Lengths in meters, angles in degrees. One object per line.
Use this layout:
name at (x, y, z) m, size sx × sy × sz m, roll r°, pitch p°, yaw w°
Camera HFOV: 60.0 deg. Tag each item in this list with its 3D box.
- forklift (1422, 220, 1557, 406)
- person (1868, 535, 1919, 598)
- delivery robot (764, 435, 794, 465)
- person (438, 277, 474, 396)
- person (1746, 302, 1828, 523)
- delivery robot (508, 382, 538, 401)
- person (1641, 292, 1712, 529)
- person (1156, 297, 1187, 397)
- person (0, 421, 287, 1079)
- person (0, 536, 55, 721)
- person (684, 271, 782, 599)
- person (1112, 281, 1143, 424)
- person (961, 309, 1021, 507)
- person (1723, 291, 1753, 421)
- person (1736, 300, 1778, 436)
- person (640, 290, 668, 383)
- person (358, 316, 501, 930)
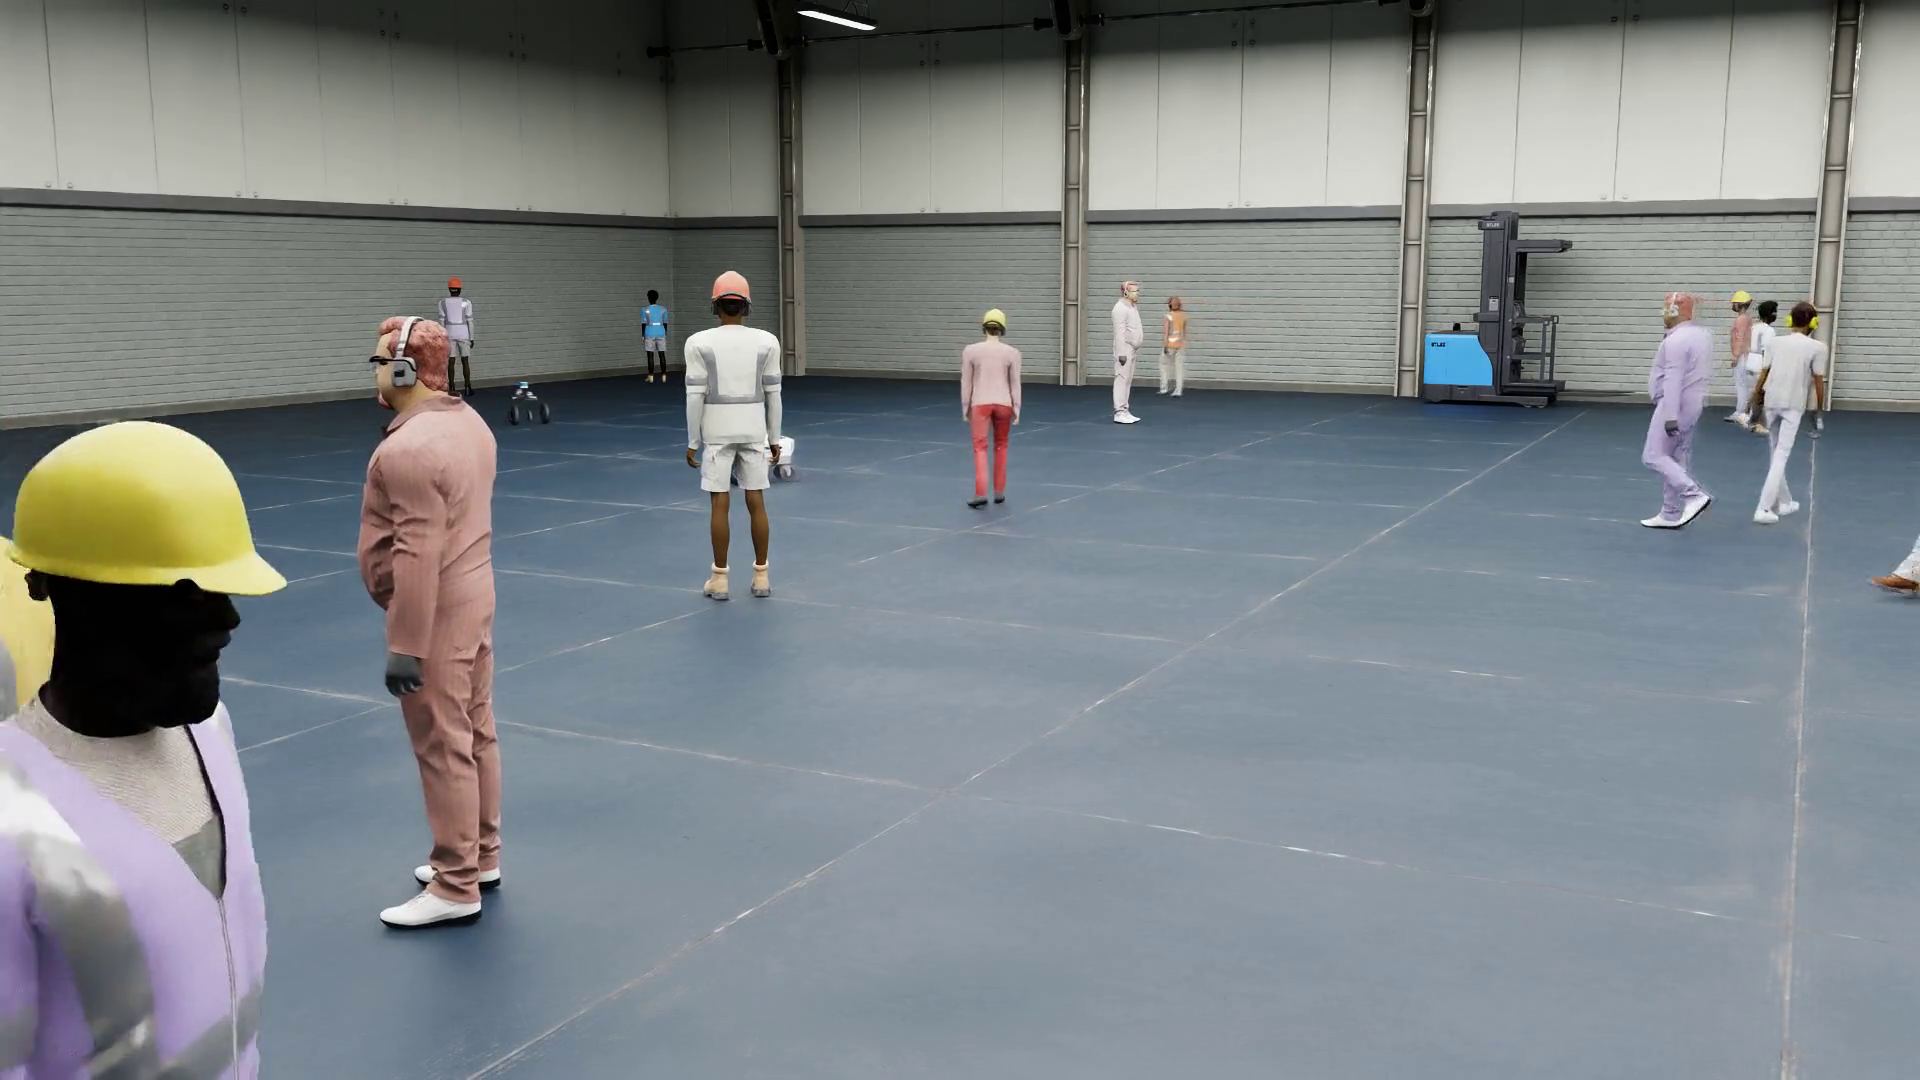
forklift at (8.245, -3.527, 25.720) m, size 1.873 × 2.768 × 1.129 m, roll 5°, pitch 10°, yaw 27°
person at (6.331, -0.545, 10.302) m, size 1.076 × 1.875 × 0.639 m, roll 1°, pitch 9°, yaw 6°
delivery robot at (-1.991, -0.882, 16.250) m, size 0.707 × 0.478 × 0.477 m, roll -4°, pitch 10°, yaw -22°
person at (-8.291, -3.354, 27.422) m, size 0.547 × 1.938 × 0.359 m, roll -1°, pitch 9°, yaw -8°
person at (6.834, -1.057, 13.729) m, size 0.950 × 1.795 × 0.559 m, roll -8°, pitch 12°, yaw -39°
delivery robot at (-5.899, -2.024, 22.512) m, size 0.335 × 0.223 × 0.698 m, roll -5°, pitch 11°, yaw -29°
person at (5.698, -1.013, 13.170) m, size 0.493 × 1.886 × 0.647 m, roll 8°, pitch 12°, yaw 41°
person at (3.446, -3.159, 27.182) m, size 0.534 × 1.613 × 0.632 m, roll -6°, pitch 11°, yaw -32°
person at (-1.089, 0.791, 2.037) m, size 0.891 × 1.890 × 0.585 m, roll 0°, pitch 9°, yaw 0°
person at (-1.794, 0.665, 2.929) m, size 0.429 × 1.842 × 0.636 m, roll -2°, pitch 10°, yaw -14°
person at (-1.429, -0.659, 10.473) m, size 0.615 × 2.042 × 0.375 m, roll -3°, pitch 10°, yaw -20°
person at (2.272, -2.537, 22.473) m, size 0.403 × 1.911 × 0.637 m, roll 3°, pitch 10°, yaw 20°
person at (0.278, -1.162, 14.614) m, size 0.530 × 1.712 × 0.694 m, roll 0°, pitch 9°, yaw -2°
person at (10.652, -2.511, 22.748) m, size 0.329 × 1.769 × 0.526 m, roll 7°, pitch 11°, yaw 35°
person at (9.962, -2.141, 20.707) m, size 0.402 × 1.684 × 0.540 m, roll 1°, pitch 9°, yaw 6°
person at (-5.608, -3.738, 30.525) m, size 0.534 × 1.699 × 0.318 m, roll -6°, pitch 11°, yaw -33°
person at (-1.682, 0.254, 5.259) m, size 0.401 × 1.910 × 0.640 m, roll 0°, pitch 9°, yaw 2°
